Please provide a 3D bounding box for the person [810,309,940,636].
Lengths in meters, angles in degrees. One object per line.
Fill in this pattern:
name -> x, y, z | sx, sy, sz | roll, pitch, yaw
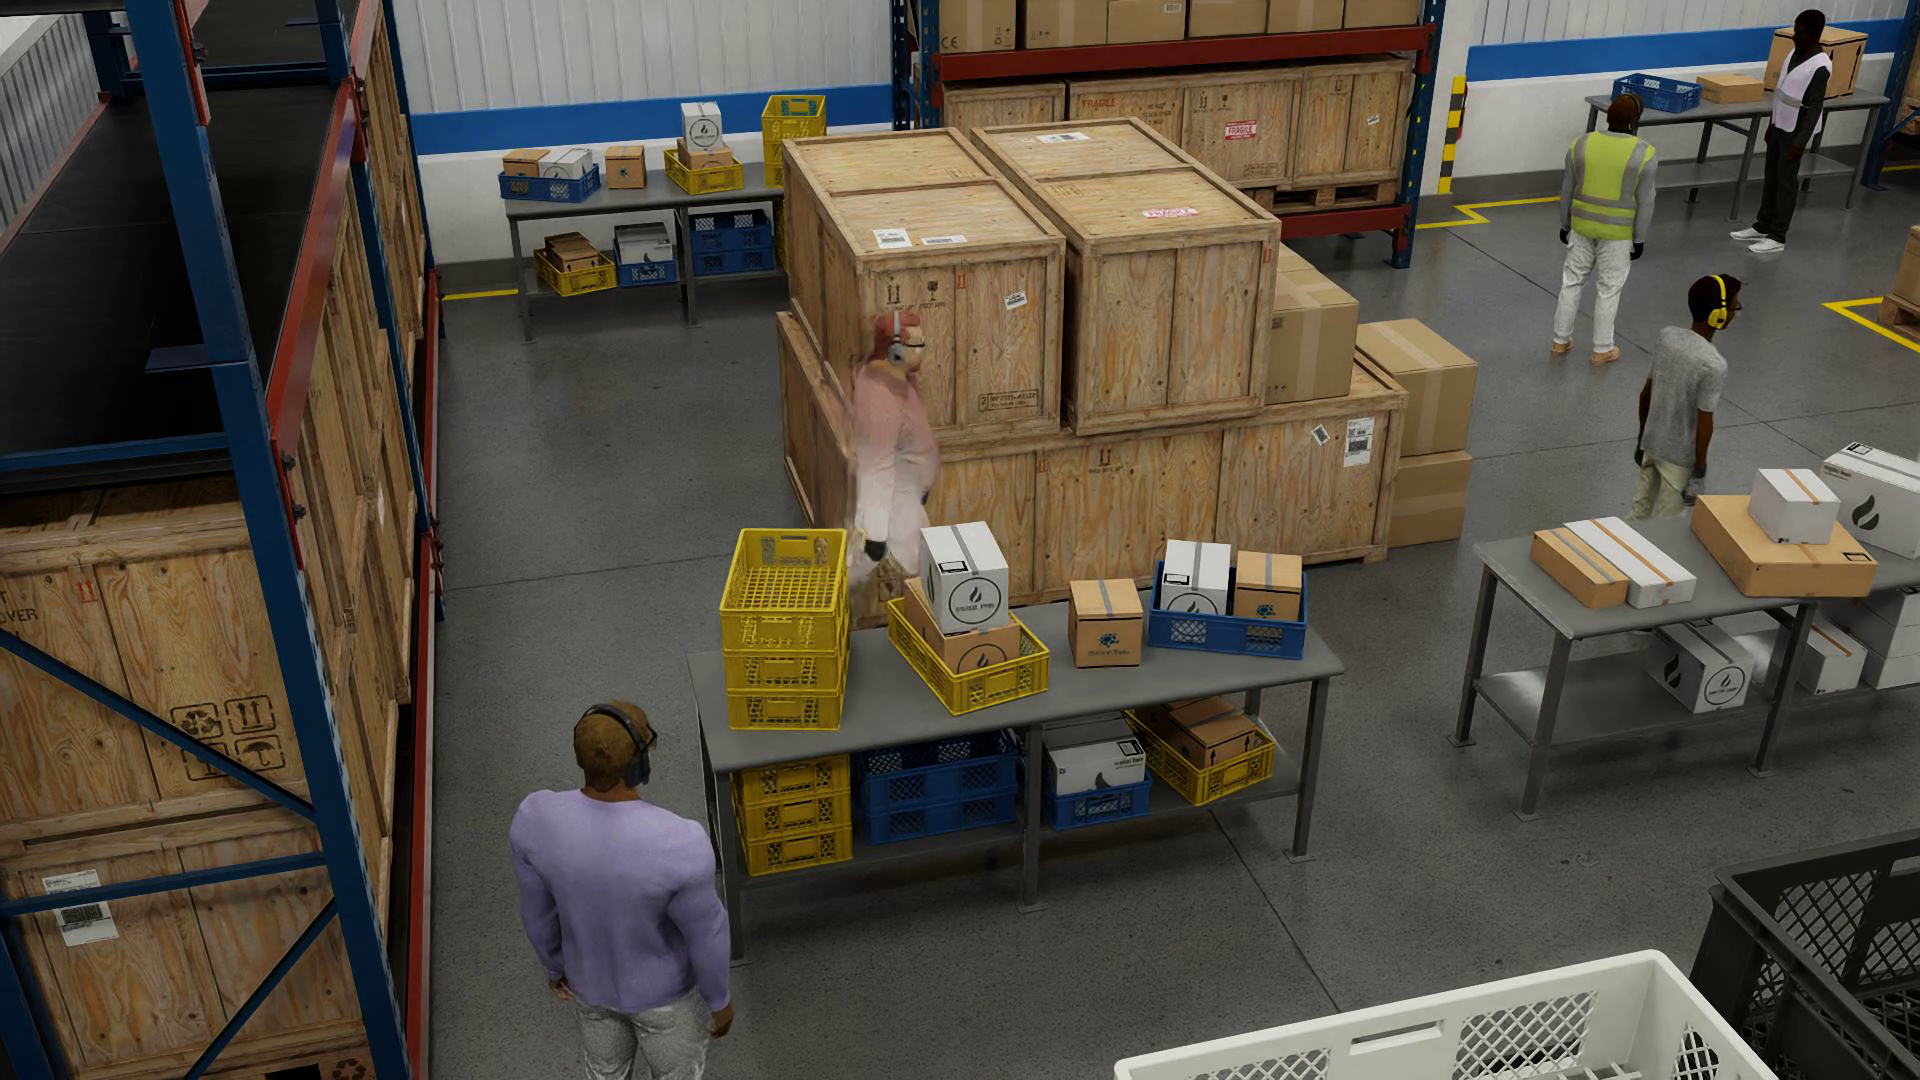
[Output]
person -> -0.334, -0.208, 7.836 | 0.989, 1.867, 0.648 | -3, 29, -5

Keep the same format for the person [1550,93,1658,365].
person -> 4.369, -2.105, 11.293 | 0.622, 1.845, 0.429 | 23, 36, 35

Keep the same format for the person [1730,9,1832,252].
person -> 6.662, -3.275, 13.343 | 0.393, 1.915, 0.589 | 0, 29, 0

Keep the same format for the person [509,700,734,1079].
person -> -0.973, 1.314, 4.987 | 0.635, 1.937, 0.354 | 8, 30, 14

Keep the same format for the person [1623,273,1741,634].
person -> 3.519, -0.421, 8.207 | 0.330, 1.872, 0.512 | -7, 30, -12
